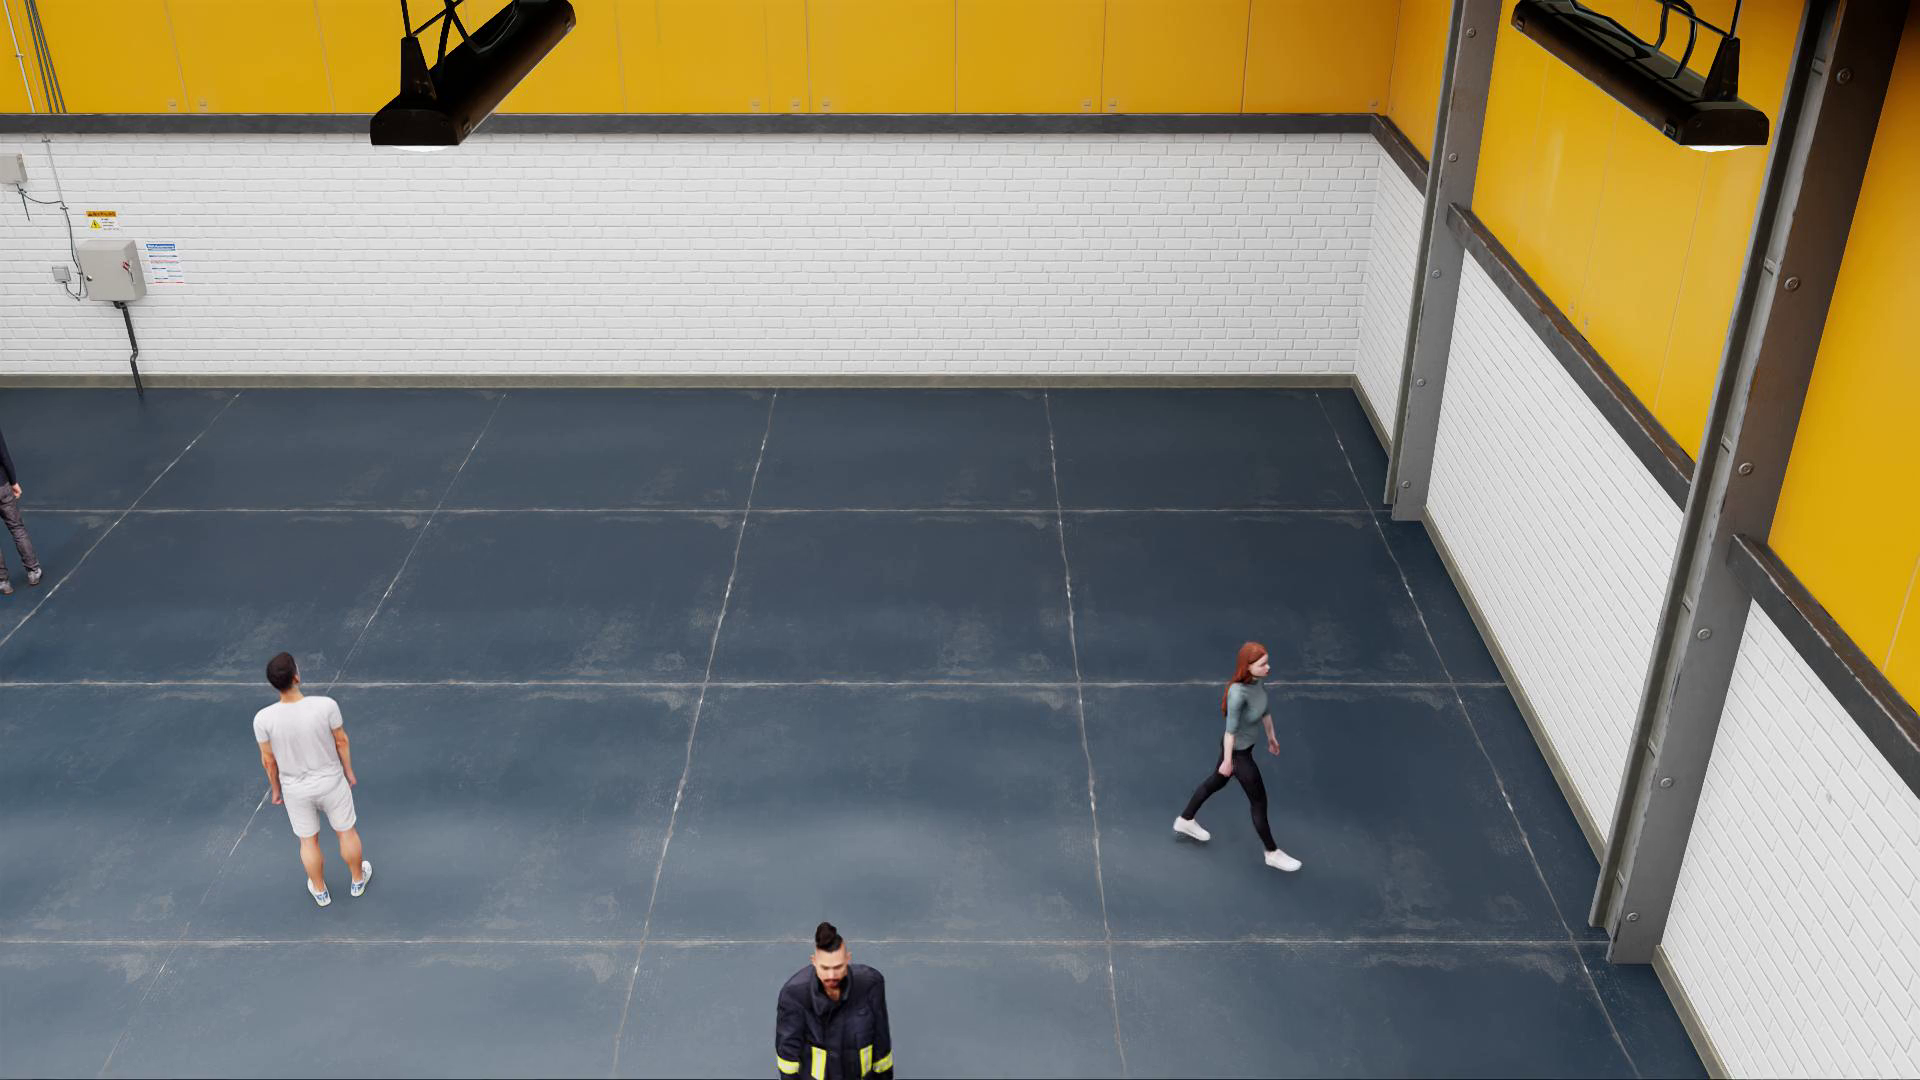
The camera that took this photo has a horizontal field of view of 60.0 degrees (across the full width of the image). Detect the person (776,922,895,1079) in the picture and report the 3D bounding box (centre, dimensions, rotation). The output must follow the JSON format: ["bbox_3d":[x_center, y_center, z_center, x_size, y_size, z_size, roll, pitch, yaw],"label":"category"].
[{"bbox_3d":[-0.640,2.675,8.629,0.824,1.850,0.822,-6,29,-10],"label":"person"}]

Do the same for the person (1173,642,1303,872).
[{"bbox_3d":[1.797,1.401,11.125,1.007,1.697,1.165,14,32,24],"label":"person"}]

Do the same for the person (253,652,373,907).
[{"bbox_3d":[-4.165,1.548,10.694,0.759,1.851,0.716,-10,30,-18],"label":"person"}]

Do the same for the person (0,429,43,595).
[{"bbox_3d":[-8.356,-0.426,14.294,0.717,1.869,0.758,-23,36,-35],"label":"person"}]
